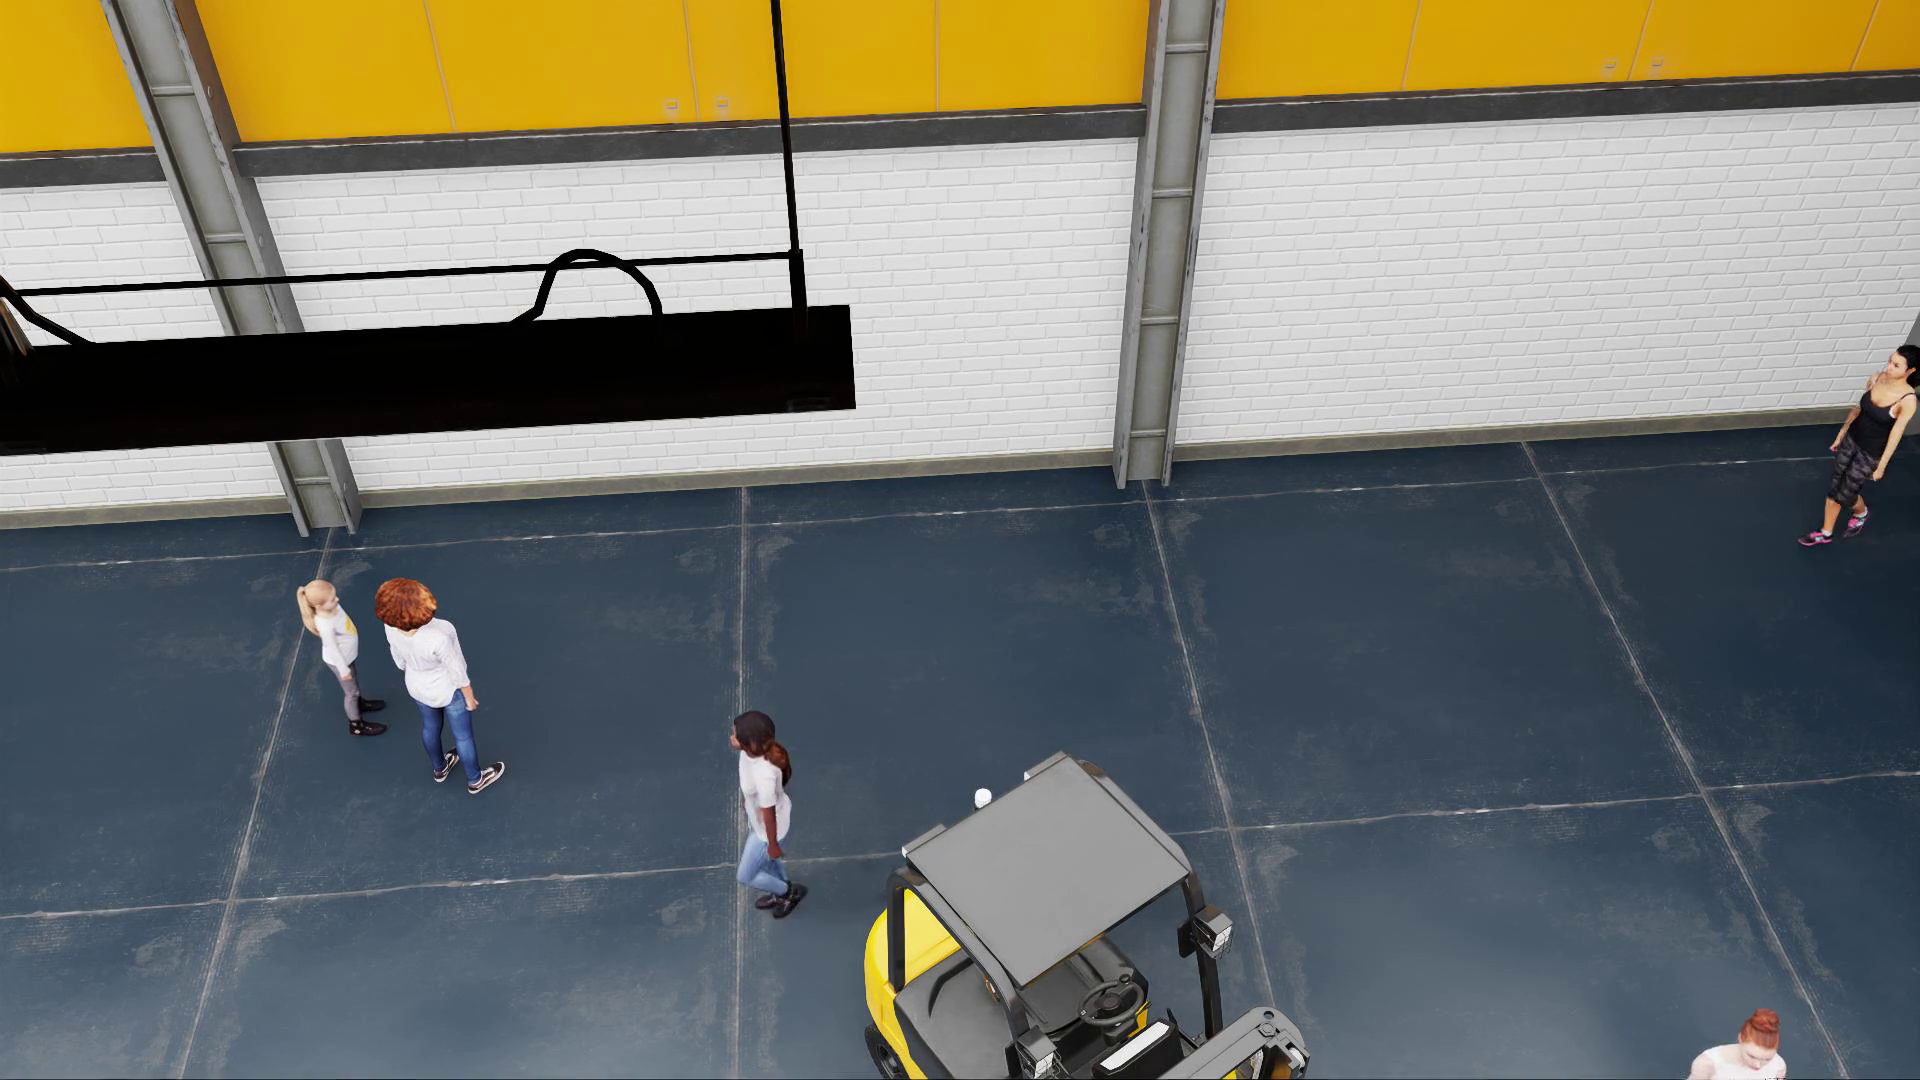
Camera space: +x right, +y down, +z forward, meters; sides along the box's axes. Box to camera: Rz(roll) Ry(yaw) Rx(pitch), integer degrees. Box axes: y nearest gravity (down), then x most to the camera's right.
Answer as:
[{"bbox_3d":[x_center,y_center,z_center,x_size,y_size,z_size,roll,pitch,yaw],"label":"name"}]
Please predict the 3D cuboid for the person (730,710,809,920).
[{"bbox_3d":[-1.001,1.543,9.206,0.674,1.709,0.648,-11,45,-11],"label":"person"}]

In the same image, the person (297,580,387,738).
[{"bbox_3d":[-3.874,0.719,10.384,0.536,1.276,0.529,-12,45,-12],"label":"person"}]

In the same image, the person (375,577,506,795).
[{"bbox_3d":[-3.135,0.862,9.919,0.705,1.712,0.809,16,46,17],"label":"person"}]

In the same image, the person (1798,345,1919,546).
[{"bbox_3d":[6.316,-0.626,11.480,0.759,1.714,0.642,-11,45,-11],"label":"person"}]

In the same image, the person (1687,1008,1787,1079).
[{"bbox_3d":[3.533,2.740,7.893,0.495,1.787,0.663,4,44,4],"label":"person"}]
